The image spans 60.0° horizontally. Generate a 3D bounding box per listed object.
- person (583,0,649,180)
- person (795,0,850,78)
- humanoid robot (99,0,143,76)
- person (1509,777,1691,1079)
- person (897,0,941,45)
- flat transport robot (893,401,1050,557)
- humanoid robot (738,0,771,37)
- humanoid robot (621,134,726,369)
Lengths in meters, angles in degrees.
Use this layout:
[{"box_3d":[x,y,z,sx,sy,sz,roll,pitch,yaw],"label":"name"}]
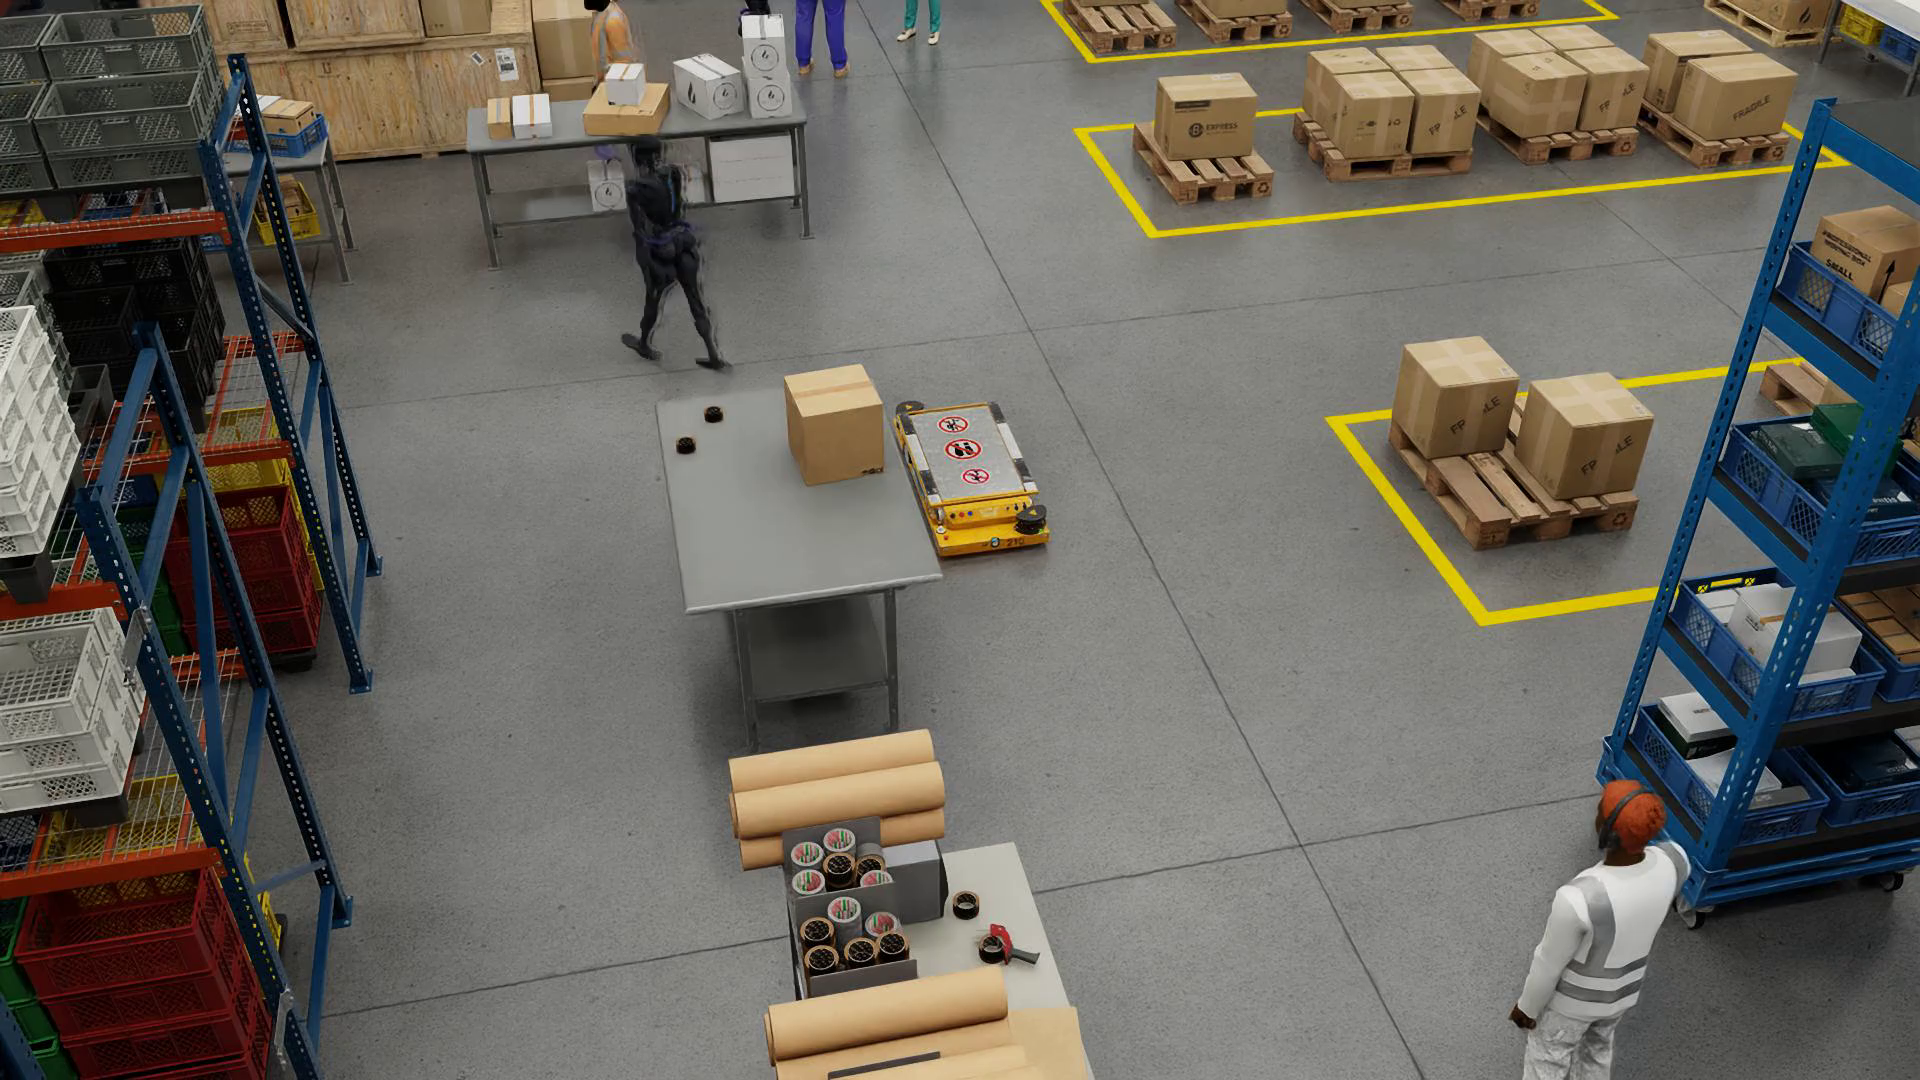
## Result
[{"box_3d":[-2.788,-3.508,12.895,0.766,1.899,0.623,-12,38,-15],"label":"person"},{"box_3d":[-1.277,-5.252,15.129,0.680,2.000,0.536,10,38,13],"label":"person"},{"box_3d":[-7.244,-4.627,14.638,0.588,1.652,0.734,3,37,4],"label":"humanoid robot"},{"box_3d":[2.273,1.608,6.050,0.572,1.876,0.350,-16,40,-21],"label":"person"},{"box_3d":[-0.371,-5.616,15.853,0.524,1.760,0.335,13,39,17],"label":"person"},{"box_3d":[0.046,-0.430,10.108,0.652,0.197,1.431,-8,37,-10],"label":"flat transport robot"},{"box_3d":[-1.715,-4.295,14.143,0.361,1.648,0.572,0,37,0],"label":"humanoid robot"},{"box_3d":[-1.932,-1.888,10.944,0.786,1.626,0.551,23,43,28],"label":"humanoid robot"}]
